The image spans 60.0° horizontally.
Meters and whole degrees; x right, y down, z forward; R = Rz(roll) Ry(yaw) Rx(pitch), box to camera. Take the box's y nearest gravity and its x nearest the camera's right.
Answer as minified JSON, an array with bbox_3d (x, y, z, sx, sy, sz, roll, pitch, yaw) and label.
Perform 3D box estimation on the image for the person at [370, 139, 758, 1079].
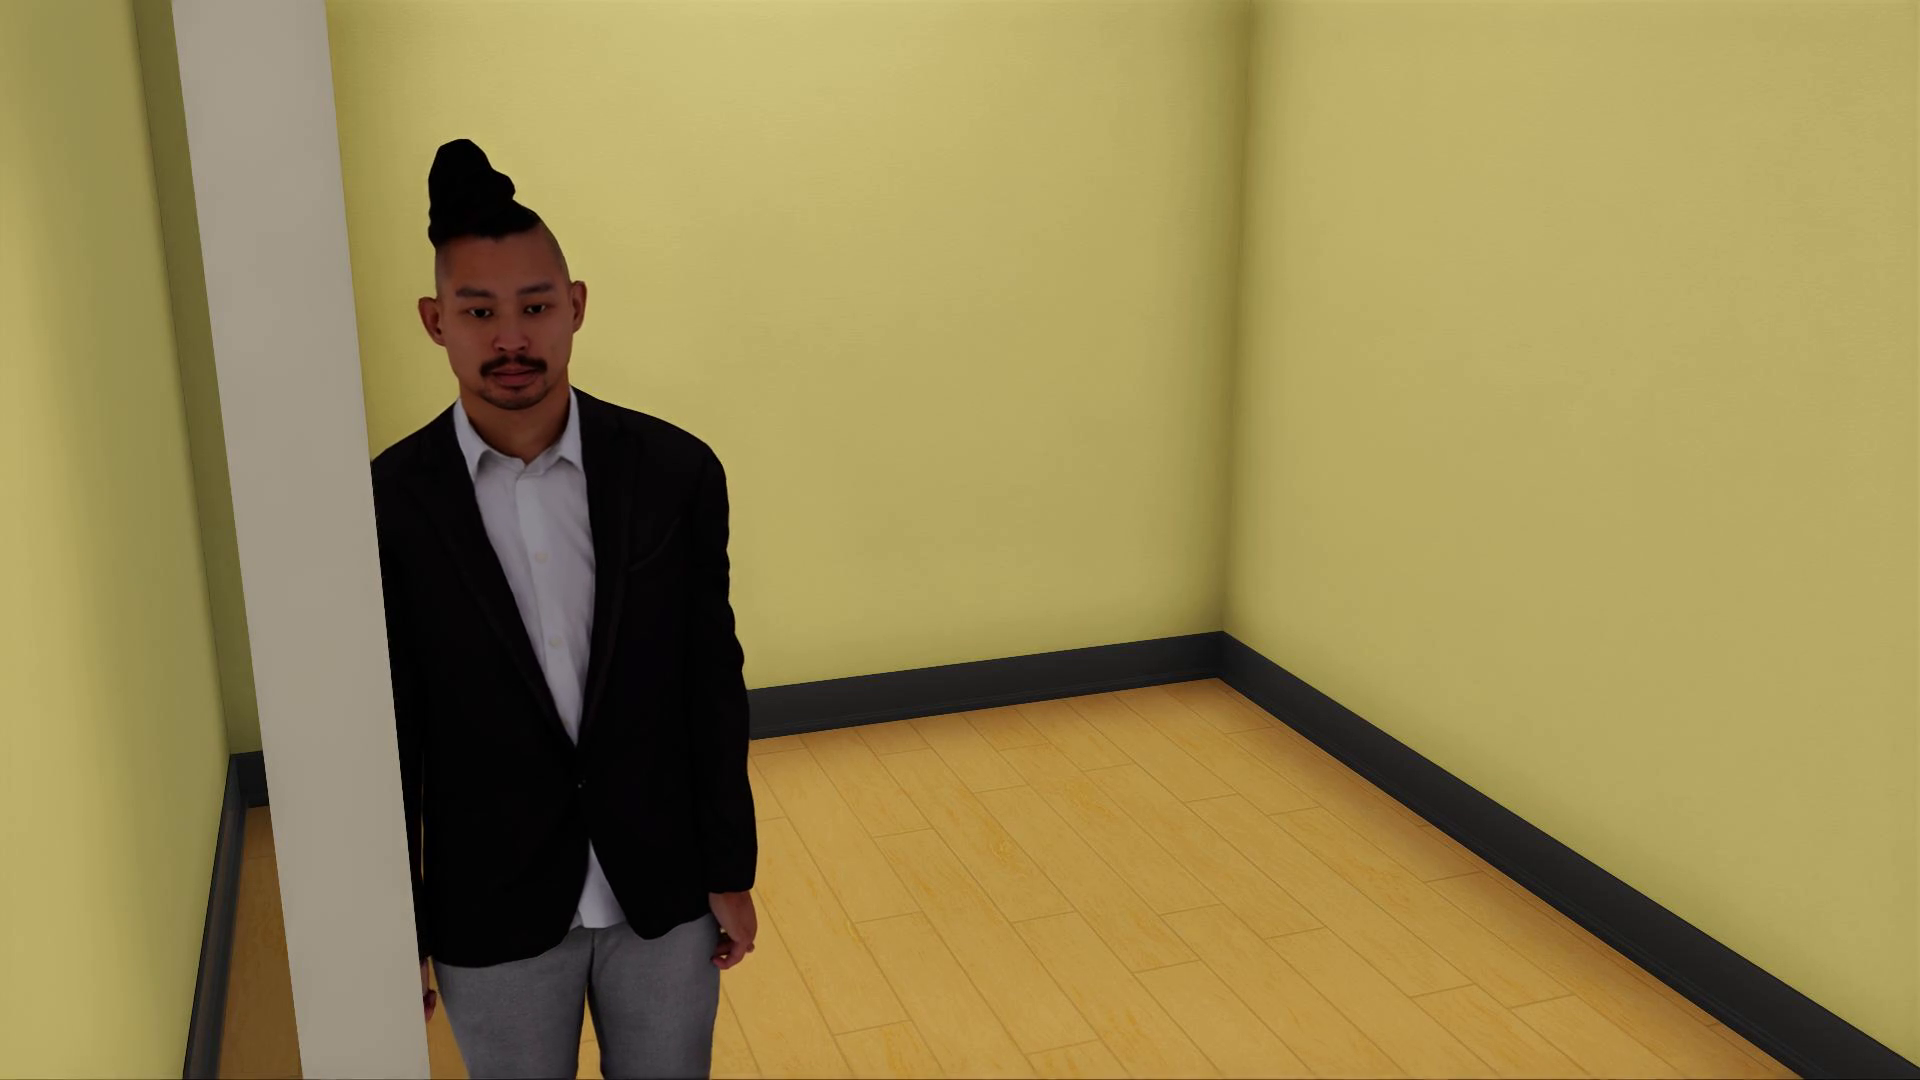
[{"bbox_3d":[-0.556,0.434,2.338,0.529,1.952,0.764,-6,17,-21],"label":"person"}]
